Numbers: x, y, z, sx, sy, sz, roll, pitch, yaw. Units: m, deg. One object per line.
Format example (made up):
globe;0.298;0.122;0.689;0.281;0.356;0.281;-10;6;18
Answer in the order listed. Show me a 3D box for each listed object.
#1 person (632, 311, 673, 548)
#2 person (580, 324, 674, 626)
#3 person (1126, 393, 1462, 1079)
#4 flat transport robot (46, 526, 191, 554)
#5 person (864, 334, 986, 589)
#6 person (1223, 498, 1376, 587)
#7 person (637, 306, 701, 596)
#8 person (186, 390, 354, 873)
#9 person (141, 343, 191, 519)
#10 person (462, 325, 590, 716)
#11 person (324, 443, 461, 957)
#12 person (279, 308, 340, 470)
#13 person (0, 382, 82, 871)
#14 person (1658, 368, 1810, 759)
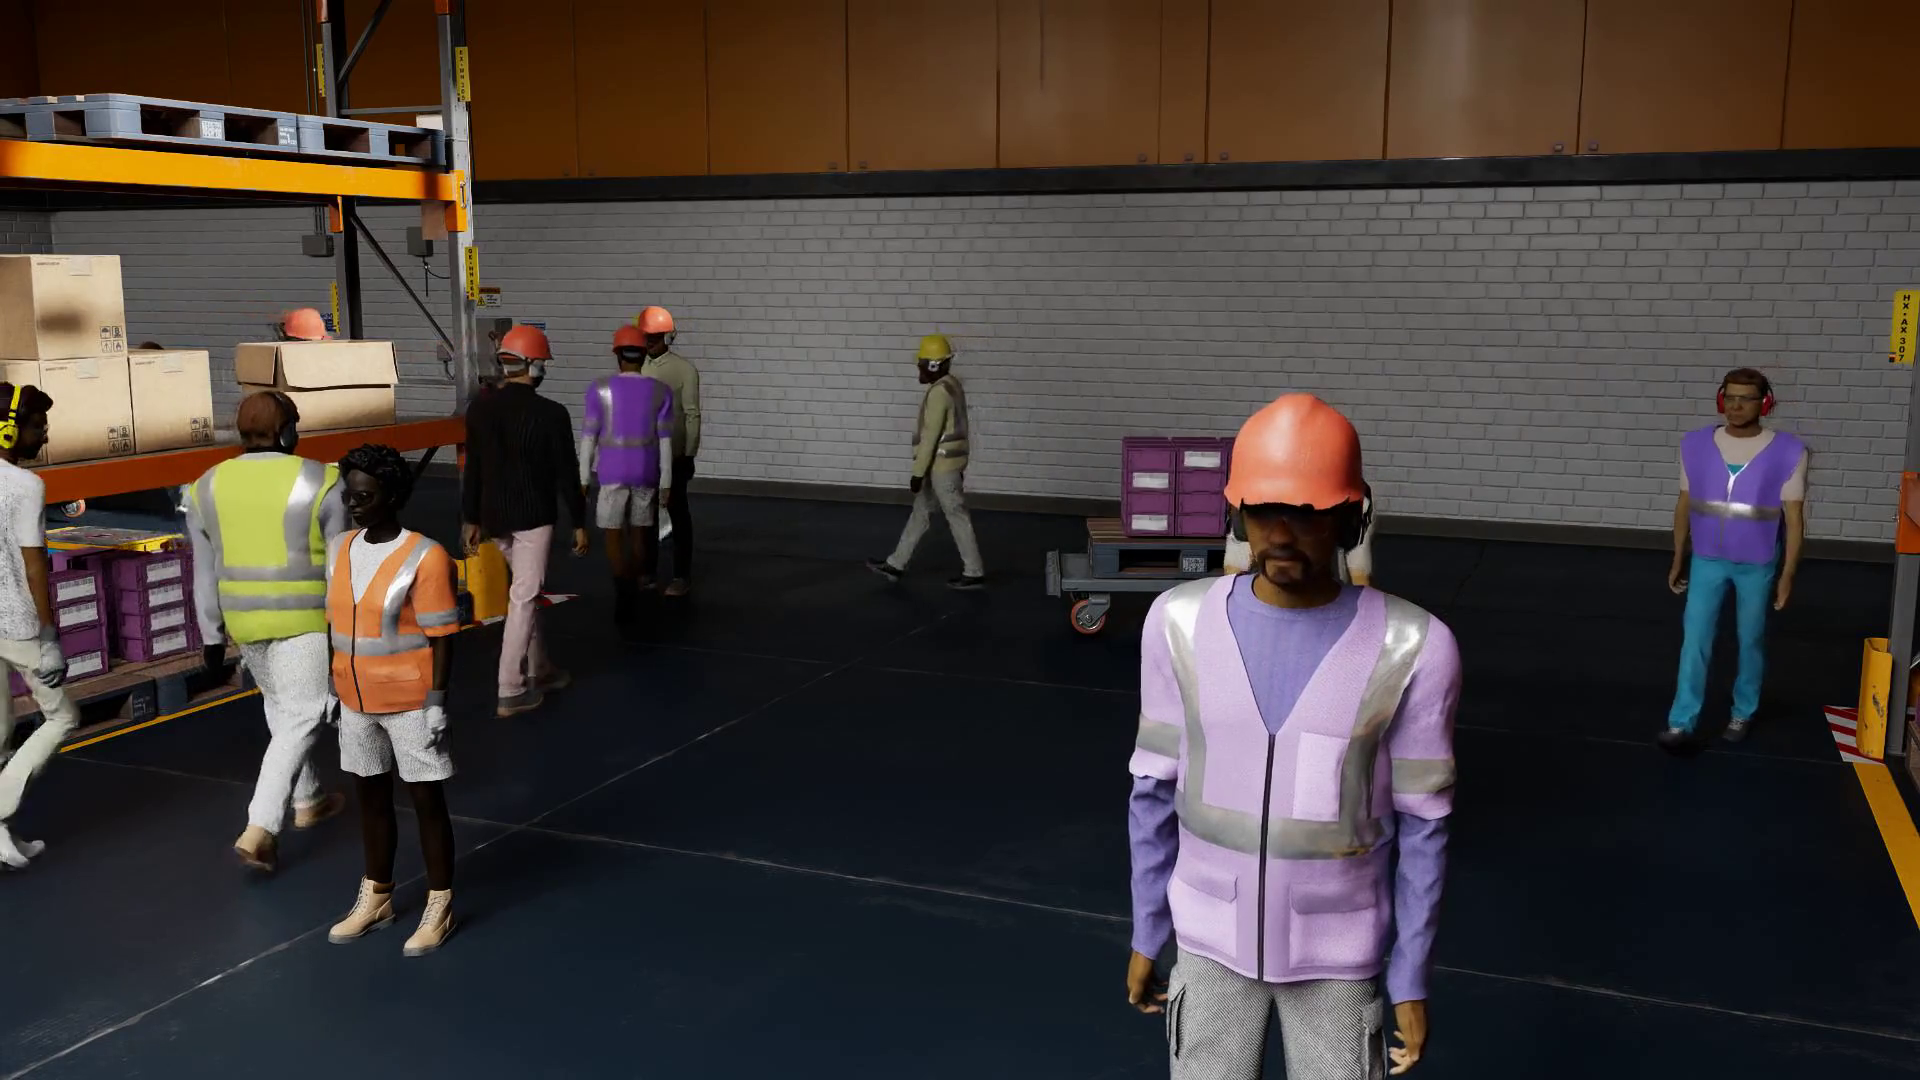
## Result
person;-2.468;-0.863;13.265;0.421;1.908;0.607;3;10;17
person;-2.079;-0.396;10.476;0.608;1.900;0.774;-3;10;-17
person;0.596;0.746;3.112;0.605;2.044;0.374;4;10;22
flat transport robot;-6.591;0.058;12.639;1.431;0.197;0.652;4;10;22
person;-0.229;-0.536;11.644;0.912;1.781;0.623;1;9;6
person;1.108;0.438;5.712;0.541;1.795;0.954;5;11;29
person;-2.077;-0.611;11.485;0.608;1.995;0.378;4;10;22
person;-2.620;0.329;6.382;0.621;1.808;0.915;1;9;8
person;-7.096;-0.967;14.885;0.542;1.573;0.829;-3;10;-19
person;-2.170;-0.117;8.571;0.641;1.960;0.816;4;10;25
person;-1.888;0.525;5.504;0.532;1.696;0.319;4;10;22
person;-4.555;-0.600;11.486;1.029;1.983;0.641;-9;13;-44
person;-3.516;0.343;6.152;0.608;1.846;0.420;4;10;22
person;3.542;0.116;7.658;0.592;1.794;1.011;7;12;37
